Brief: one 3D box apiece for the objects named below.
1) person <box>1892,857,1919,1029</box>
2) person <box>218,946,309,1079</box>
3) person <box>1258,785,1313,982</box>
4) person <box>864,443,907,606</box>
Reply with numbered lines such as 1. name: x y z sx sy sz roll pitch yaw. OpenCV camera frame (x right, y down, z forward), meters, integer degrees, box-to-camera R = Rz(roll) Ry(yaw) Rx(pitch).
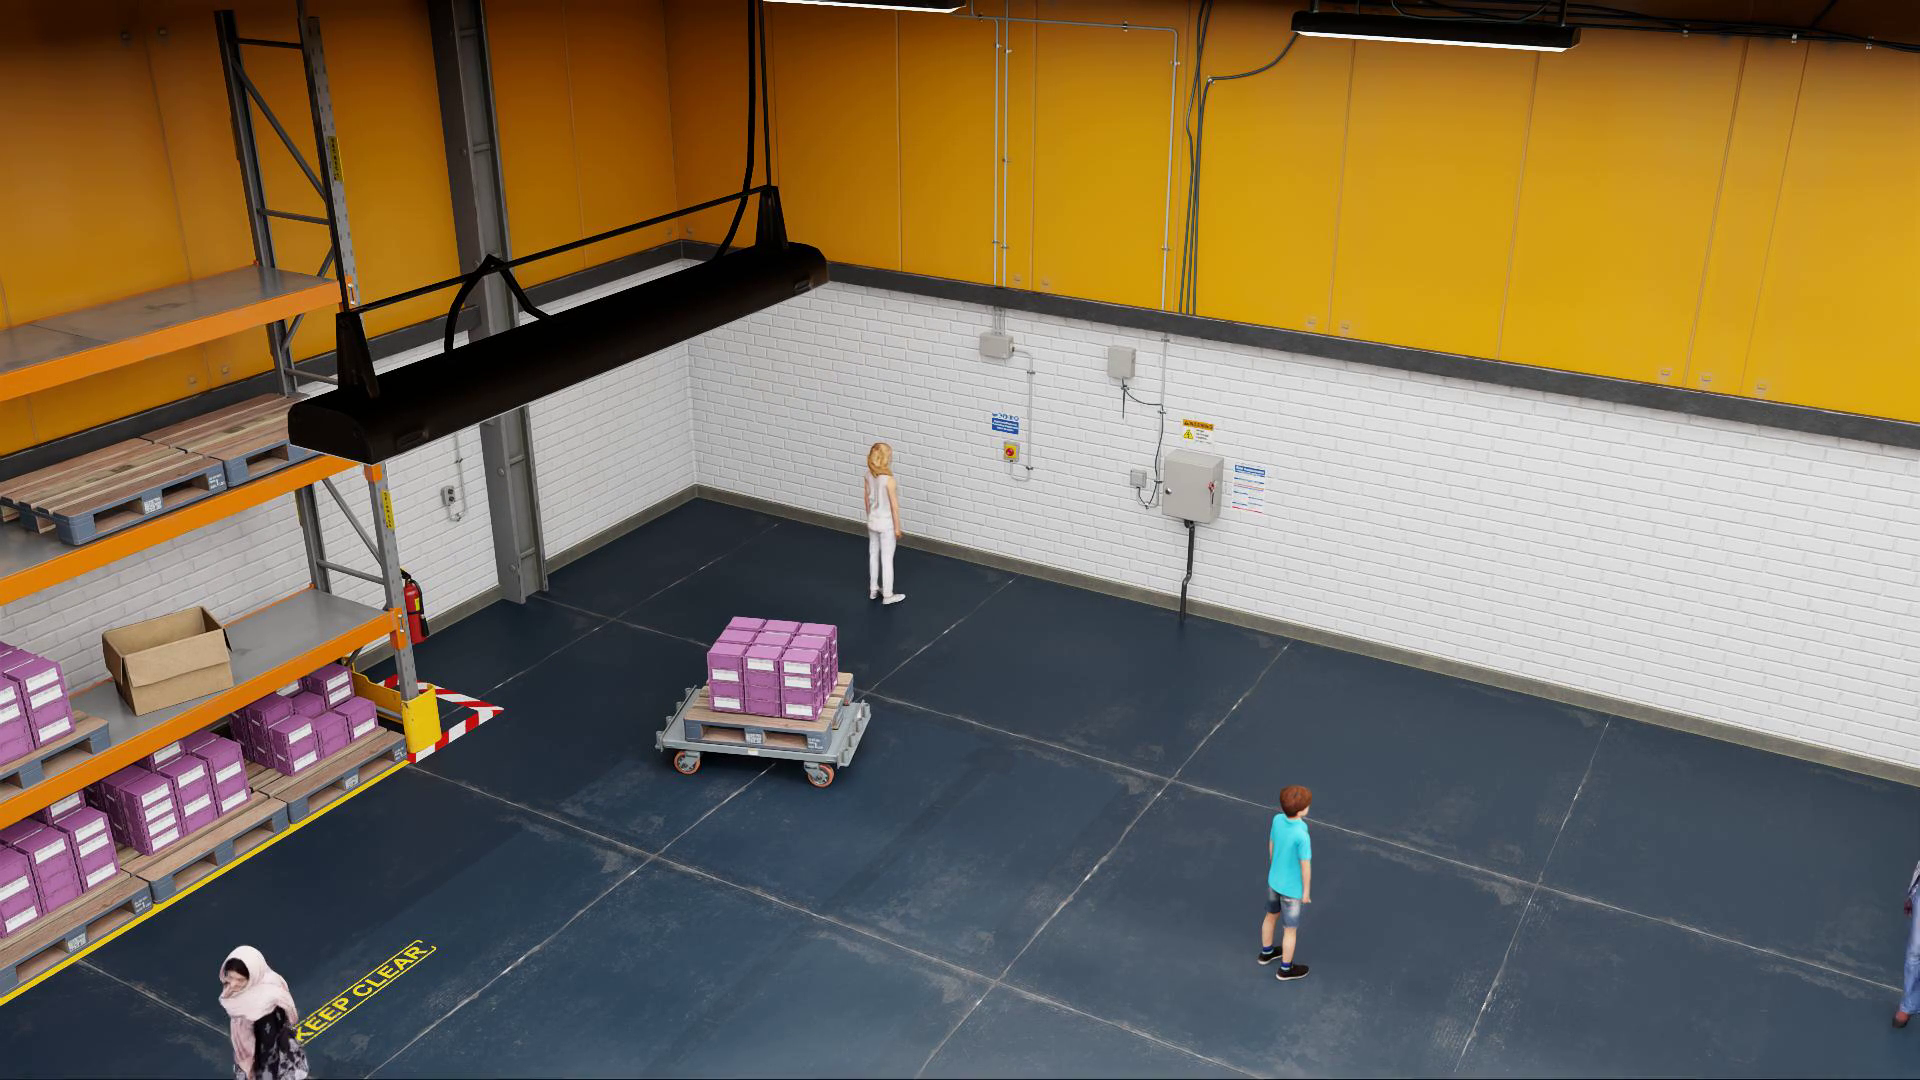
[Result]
1. person: 6.410 2.338 10.755 1.070 1.772 0.863 -18 29 -35
2. person: -3.939 2.942 9.601 0.746 1.591 0.766 -11 26 -24
3. person: 2.215 2.292 11.264 0.613 1.449 0.591 -12 27 -26
4. person: -0.792 -0.176 16.632 0.649 1.672 0.626 22 32 40
